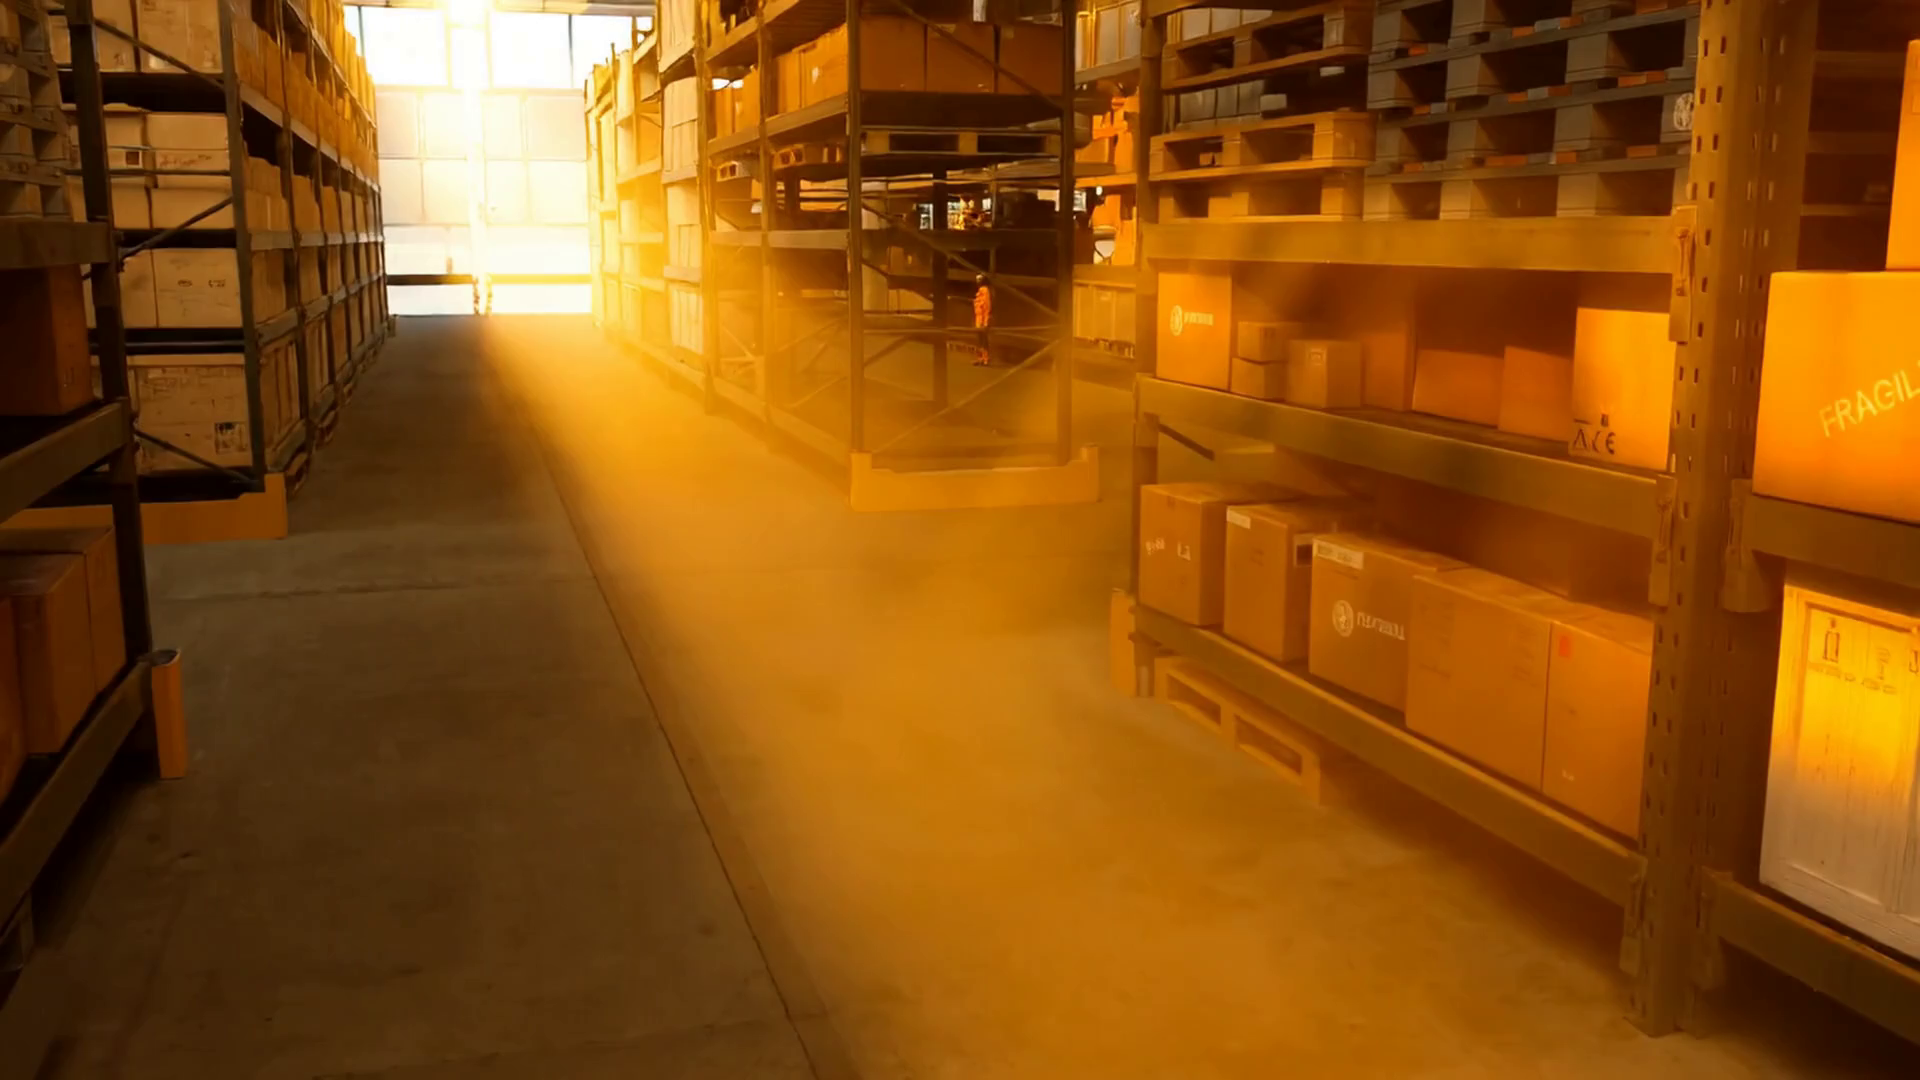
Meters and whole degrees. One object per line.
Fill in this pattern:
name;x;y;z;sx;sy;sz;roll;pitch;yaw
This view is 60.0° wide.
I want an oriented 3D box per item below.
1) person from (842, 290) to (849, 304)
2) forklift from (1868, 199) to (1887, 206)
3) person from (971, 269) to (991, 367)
person;-2.527;-5.460;37.578;0.351;1.942;0.547;-3;11;-17
forklift;11.338;-2.915;21.052;1.129;2.768;1.873;-3;11;-17
person;0.395;-4.012;30.113;0.305;1.772;0.527;-3;11;-17
